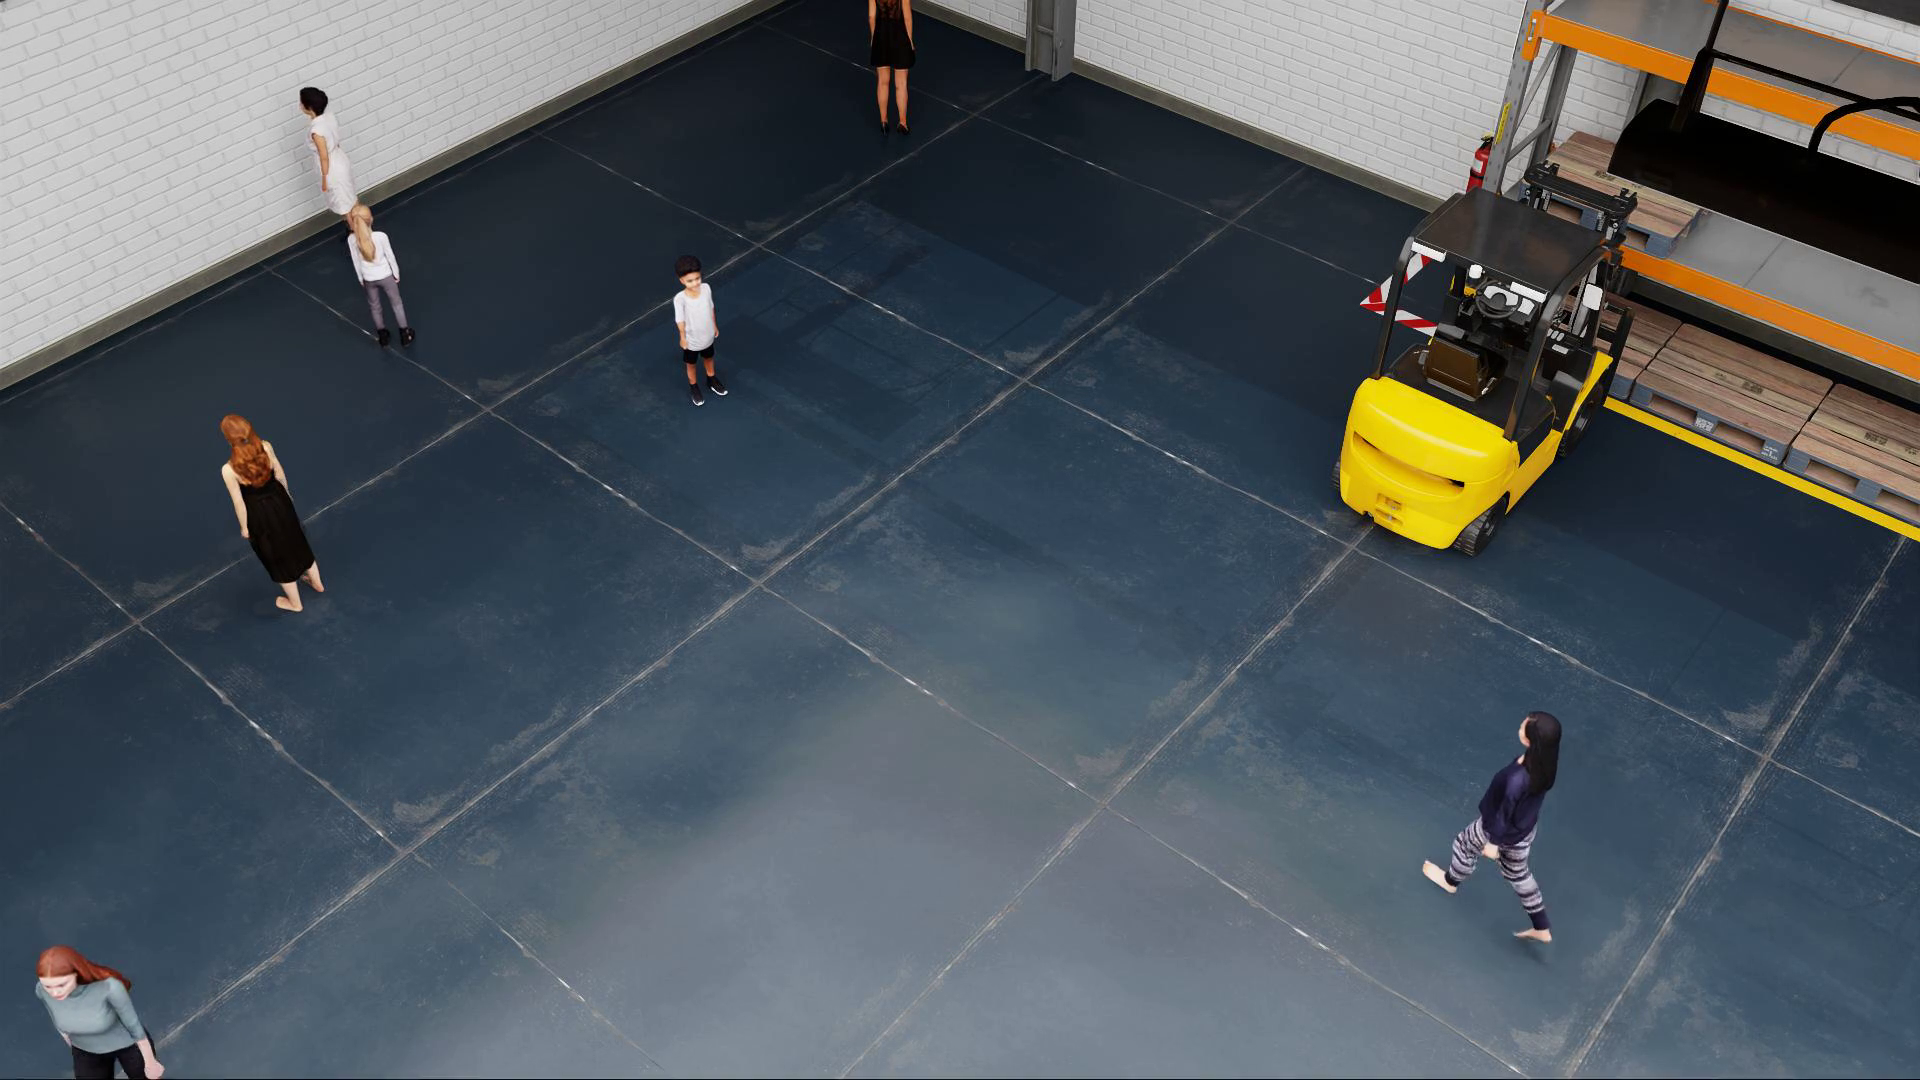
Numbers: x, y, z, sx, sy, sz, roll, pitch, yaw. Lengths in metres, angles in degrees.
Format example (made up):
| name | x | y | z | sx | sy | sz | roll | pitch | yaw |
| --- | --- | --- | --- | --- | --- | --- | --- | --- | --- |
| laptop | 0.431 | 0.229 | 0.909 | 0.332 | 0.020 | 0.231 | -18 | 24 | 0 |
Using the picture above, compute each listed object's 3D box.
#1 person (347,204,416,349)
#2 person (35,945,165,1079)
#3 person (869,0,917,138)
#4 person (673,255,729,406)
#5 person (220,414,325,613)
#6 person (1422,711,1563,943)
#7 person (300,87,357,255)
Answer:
| name | x | y | z | sx | sy | sz | roll | pitch | yaw |
| --- | --- | --- | --- | --- | --- | --- | --- | --- | --- |
| person | -4.645 | -2.098 | 13.255 | 0.566 | 1.276 | 0.621 | -6 | 44 | -6 |
| person | -4.130 | 2.433 | 8.167 | 0.721 | 1.735 | 0.790 | -1 | 44 | -1 |
| person | -0.643 | -4.620 | 15.499 | 0.600 | 1.834 | 0.719 | 10 | 45 | 10 |
| person | -2.023 | -1.638 | 12.783 | 0.536 | 1.262 | 0.558 | -27 | 50 | -25 |
| person | -4.571 | -0.179 | 10.988 | 0.606 | 1.625 | 0.608 | 22 | 48 | 22 |
| person | 3.068 | 1.584 | 9.082 | 0.731 | 1.702 | 1.101 | -30 | 51 | -28 |
| person | -5.310 | -3.138 | 14.146 | 0.732 | 1.554 | 0.675 | -1 | 44 | -1 |
